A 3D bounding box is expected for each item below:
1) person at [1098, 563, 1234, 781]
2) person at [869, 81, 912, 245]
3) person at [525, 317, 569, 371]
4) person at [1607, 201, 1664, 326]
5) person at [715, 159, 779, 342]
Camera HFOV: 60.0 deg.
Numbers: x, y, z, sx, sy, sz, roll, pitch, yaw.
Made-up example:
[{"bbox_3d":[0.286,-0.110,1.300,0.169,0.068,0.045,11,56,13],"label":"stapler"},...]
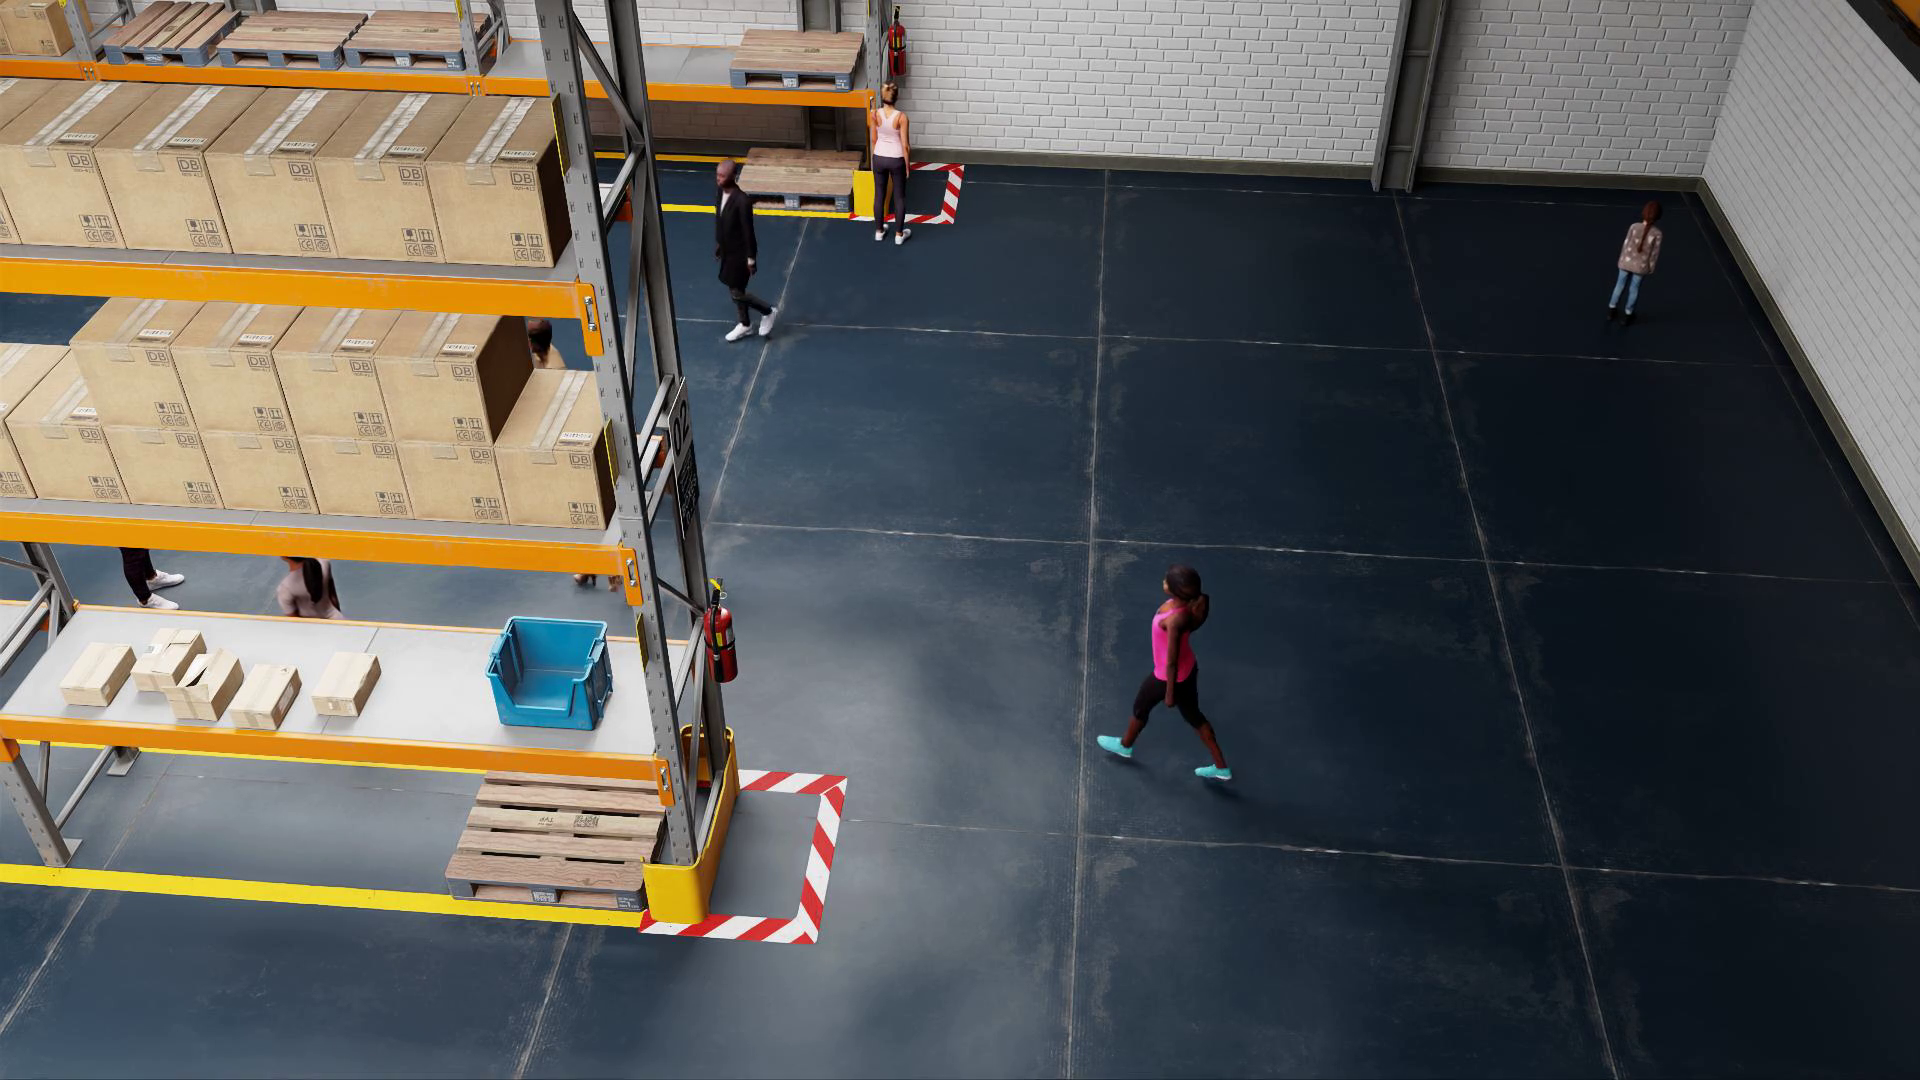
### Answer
[{"bbox_3d":[1.420,0.874,10.391,1.210,1.676,0.885,18,42,21],"label":"person"},{"bbox_3d":[-0.684,-3.656,16.087,0.501,1.646,0.646,10,40,12],"label":"person"},{"bbox_3d":[-2.927,-0.896,12.490,1.262,1.822,1.047,-16,41,-19],"label":"person"},{"bbox_3d":[6.096,-2.504,15.007,0.513,1.194,0.602,22,44,25],"label":"person"},{"bbox_3d":[-1.878,-2.561,14.634,0.916,1.749,0.853,-25,45,-28],"label":"person"}]
